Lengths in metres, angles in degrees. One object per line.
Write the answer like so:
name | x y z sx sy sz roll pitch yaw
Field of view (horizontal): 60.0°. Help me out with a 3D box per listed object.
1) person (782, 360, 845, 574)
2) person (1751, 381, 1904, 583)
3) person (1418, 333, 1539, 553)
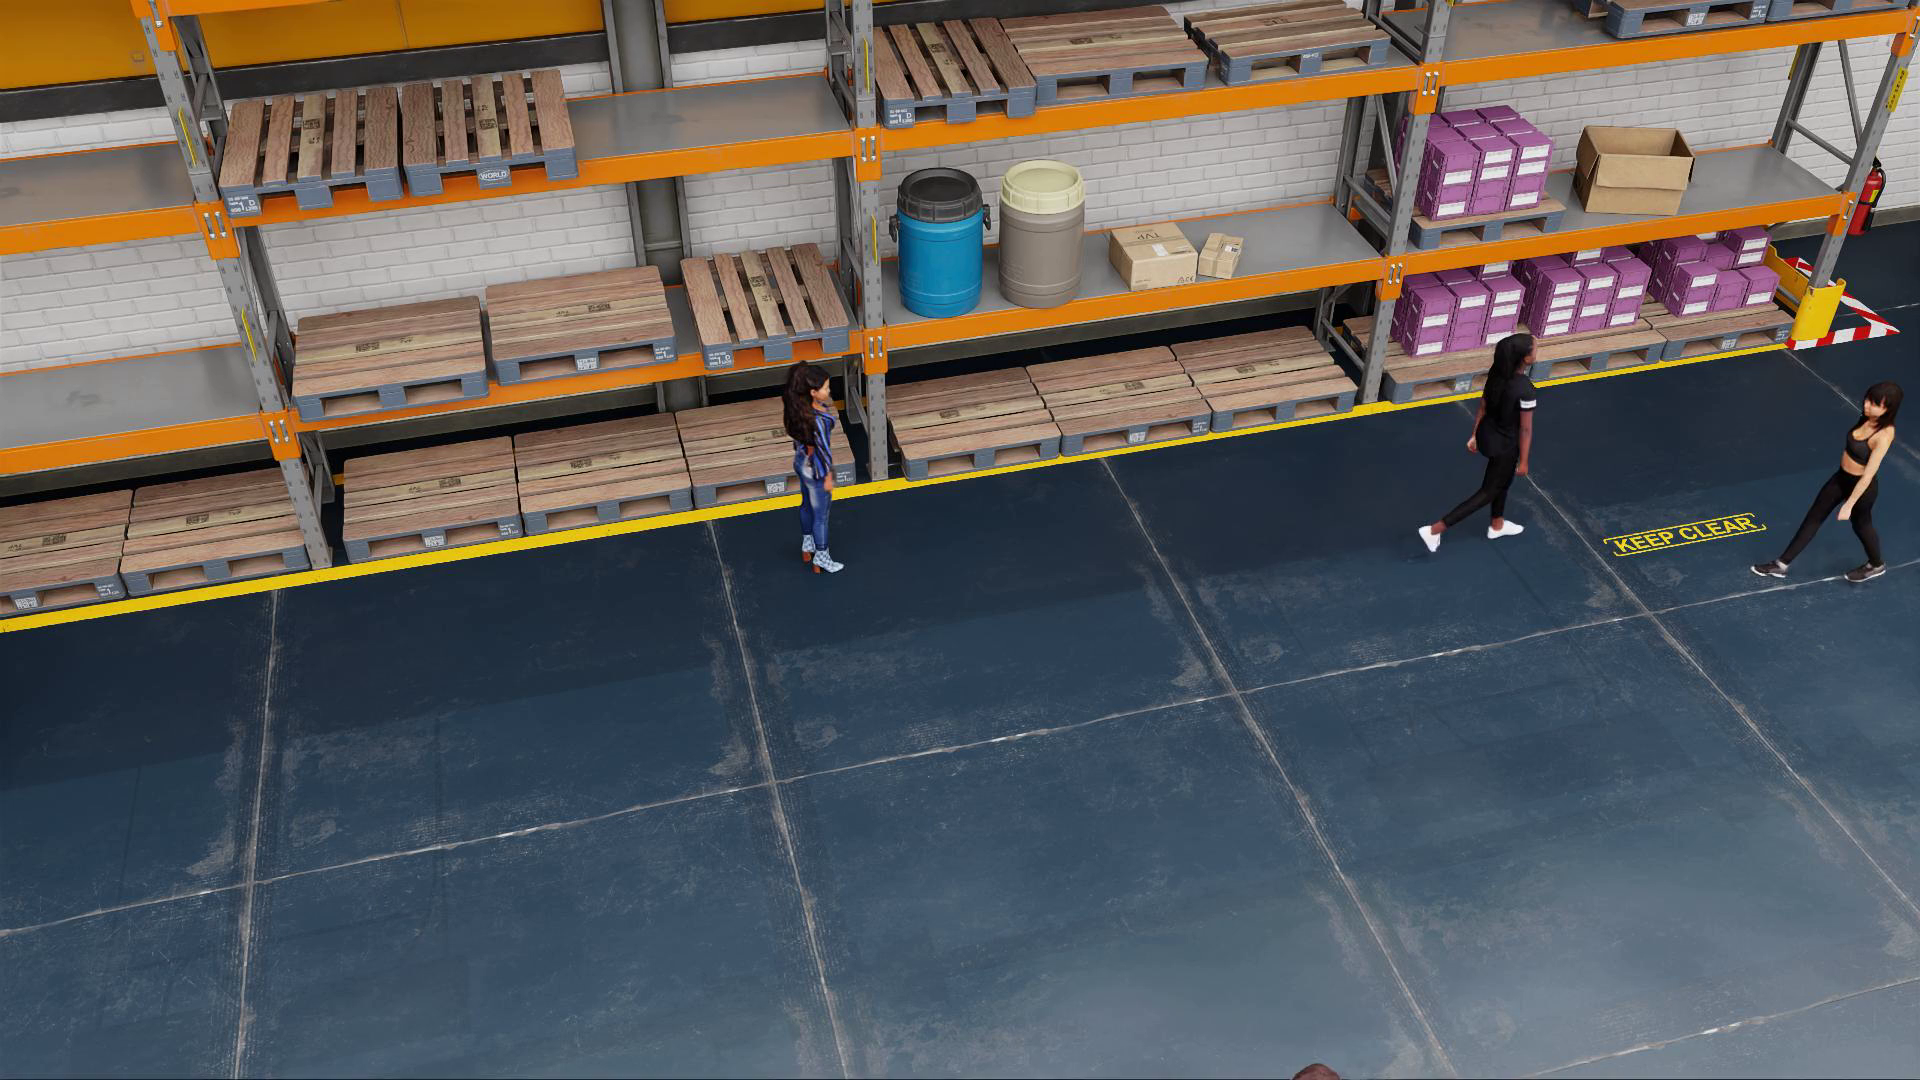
person | -0.980 -0.487 11.184 0.606 1.625 0.639 -17 42 -20
person | 6.003 -0.333 11.011 1.188 1.600 0.783 0 39 1
person | 3.580 -0.609 11.276 1.091 1.701 0.592 -9 40 -11
